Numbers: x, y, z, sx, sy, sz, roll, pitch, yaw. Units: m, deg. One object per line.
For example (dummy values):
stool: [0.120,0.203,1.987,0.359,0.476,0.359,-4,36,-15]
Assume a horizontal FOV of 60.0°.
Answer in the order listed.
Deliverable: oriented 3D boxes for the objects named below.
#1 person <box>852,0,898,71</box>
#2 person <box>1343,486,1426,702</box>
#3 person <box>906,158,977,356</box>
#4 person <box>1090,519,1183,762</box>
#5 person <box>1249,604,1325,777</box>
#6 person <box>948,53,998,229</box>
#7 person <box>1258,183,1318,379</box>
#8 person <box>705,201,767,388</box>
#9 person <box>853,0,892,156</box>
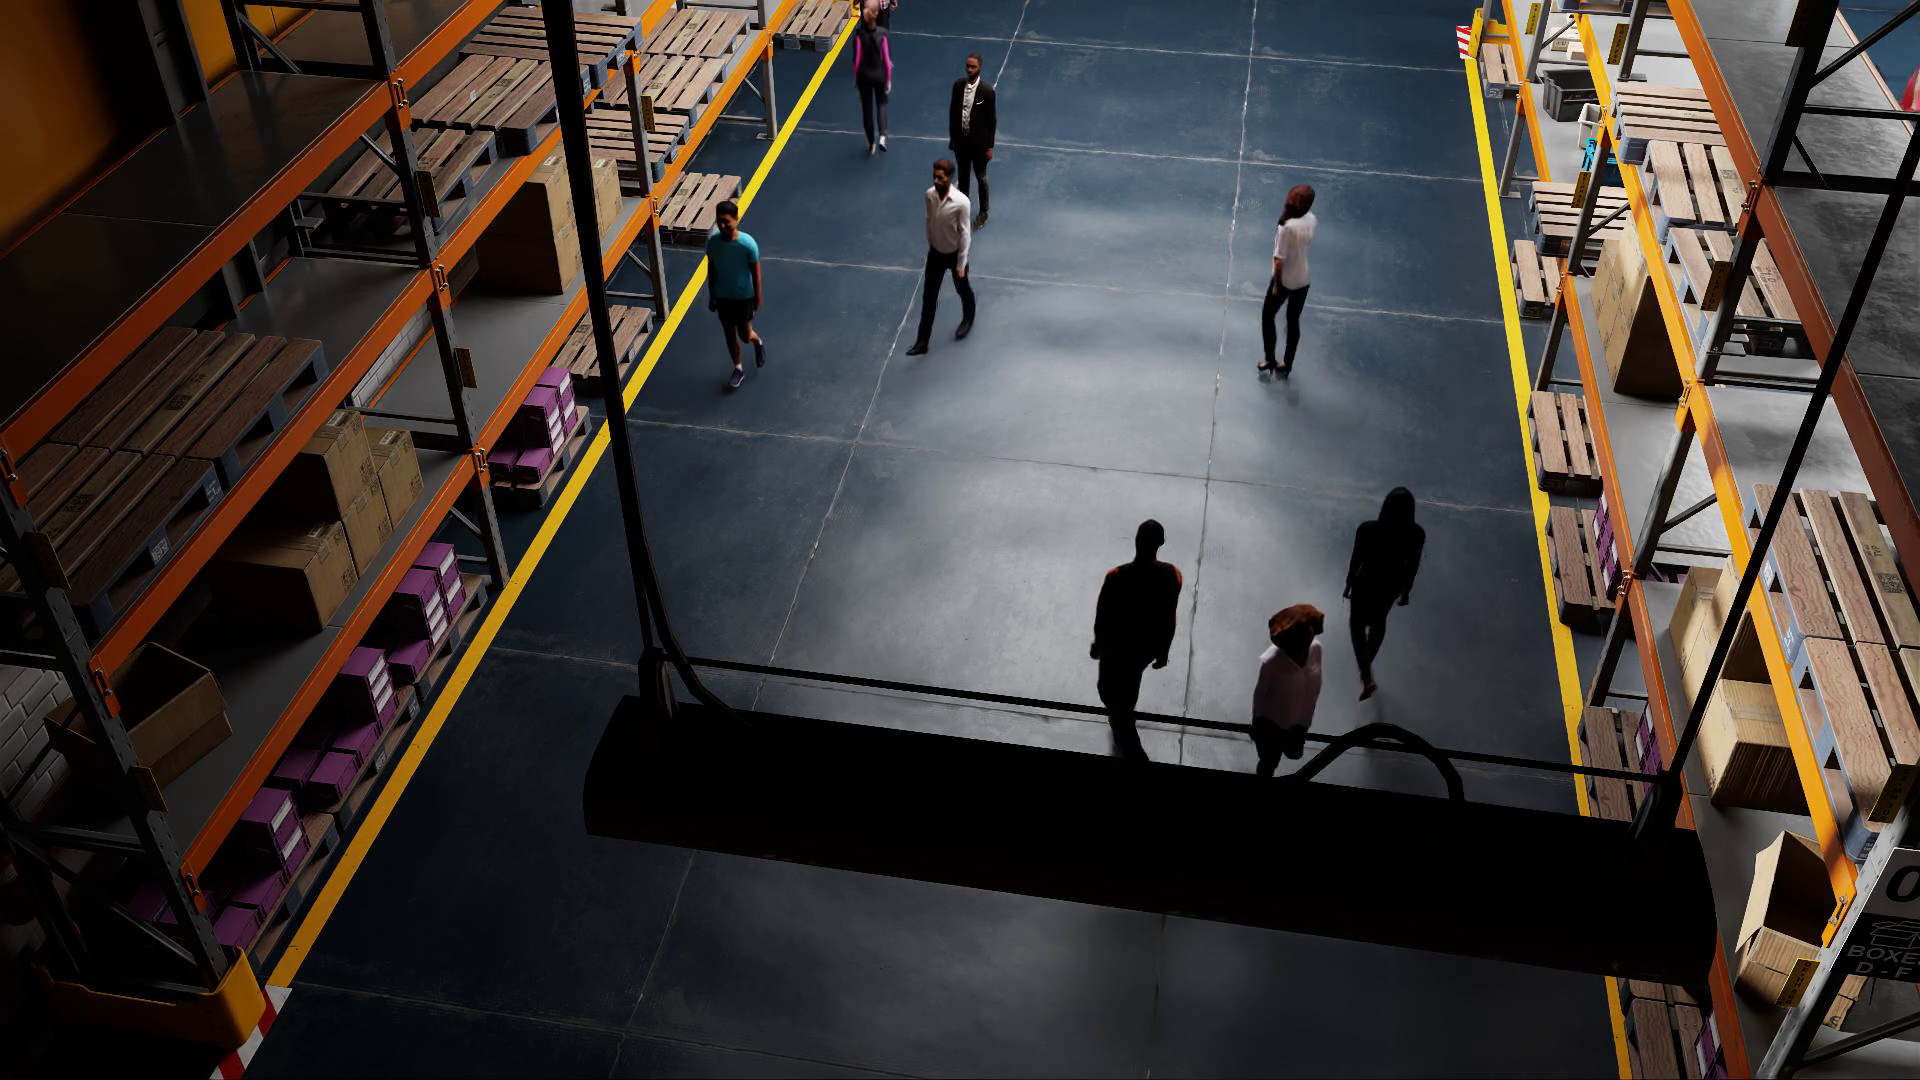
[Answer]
person: [-1.024,-6.451,19.868,0.756,1.762,0.670,-2,39,-3]
person: [2.863,0.393,11.344,0.728,1.703,0.974,0,39,0]
person: [-0.049,-2.583,14.971,0.991,1.829,1.289,21,43,24]
person: [1.146,0.741,10.767,0.955,1.881,1.147,-8,39,-10]
person: [2.003,1.033,10.555,0.893,1.689,1.005,-14,41,-17]
person: [0.127,-4.045,16.825,0.738,1.799,0.697,22,43,25]
person: [2.921,-2.209,14.562,0.785,1.754,0.838,-30,48,-32]
person: [-1.937,-2.181,14.521,0.658,1.761,0.763,10,40,12]
person: [-0.947,-4.960,18.021,0.673,1.736,0.775,-4,39,-5]
